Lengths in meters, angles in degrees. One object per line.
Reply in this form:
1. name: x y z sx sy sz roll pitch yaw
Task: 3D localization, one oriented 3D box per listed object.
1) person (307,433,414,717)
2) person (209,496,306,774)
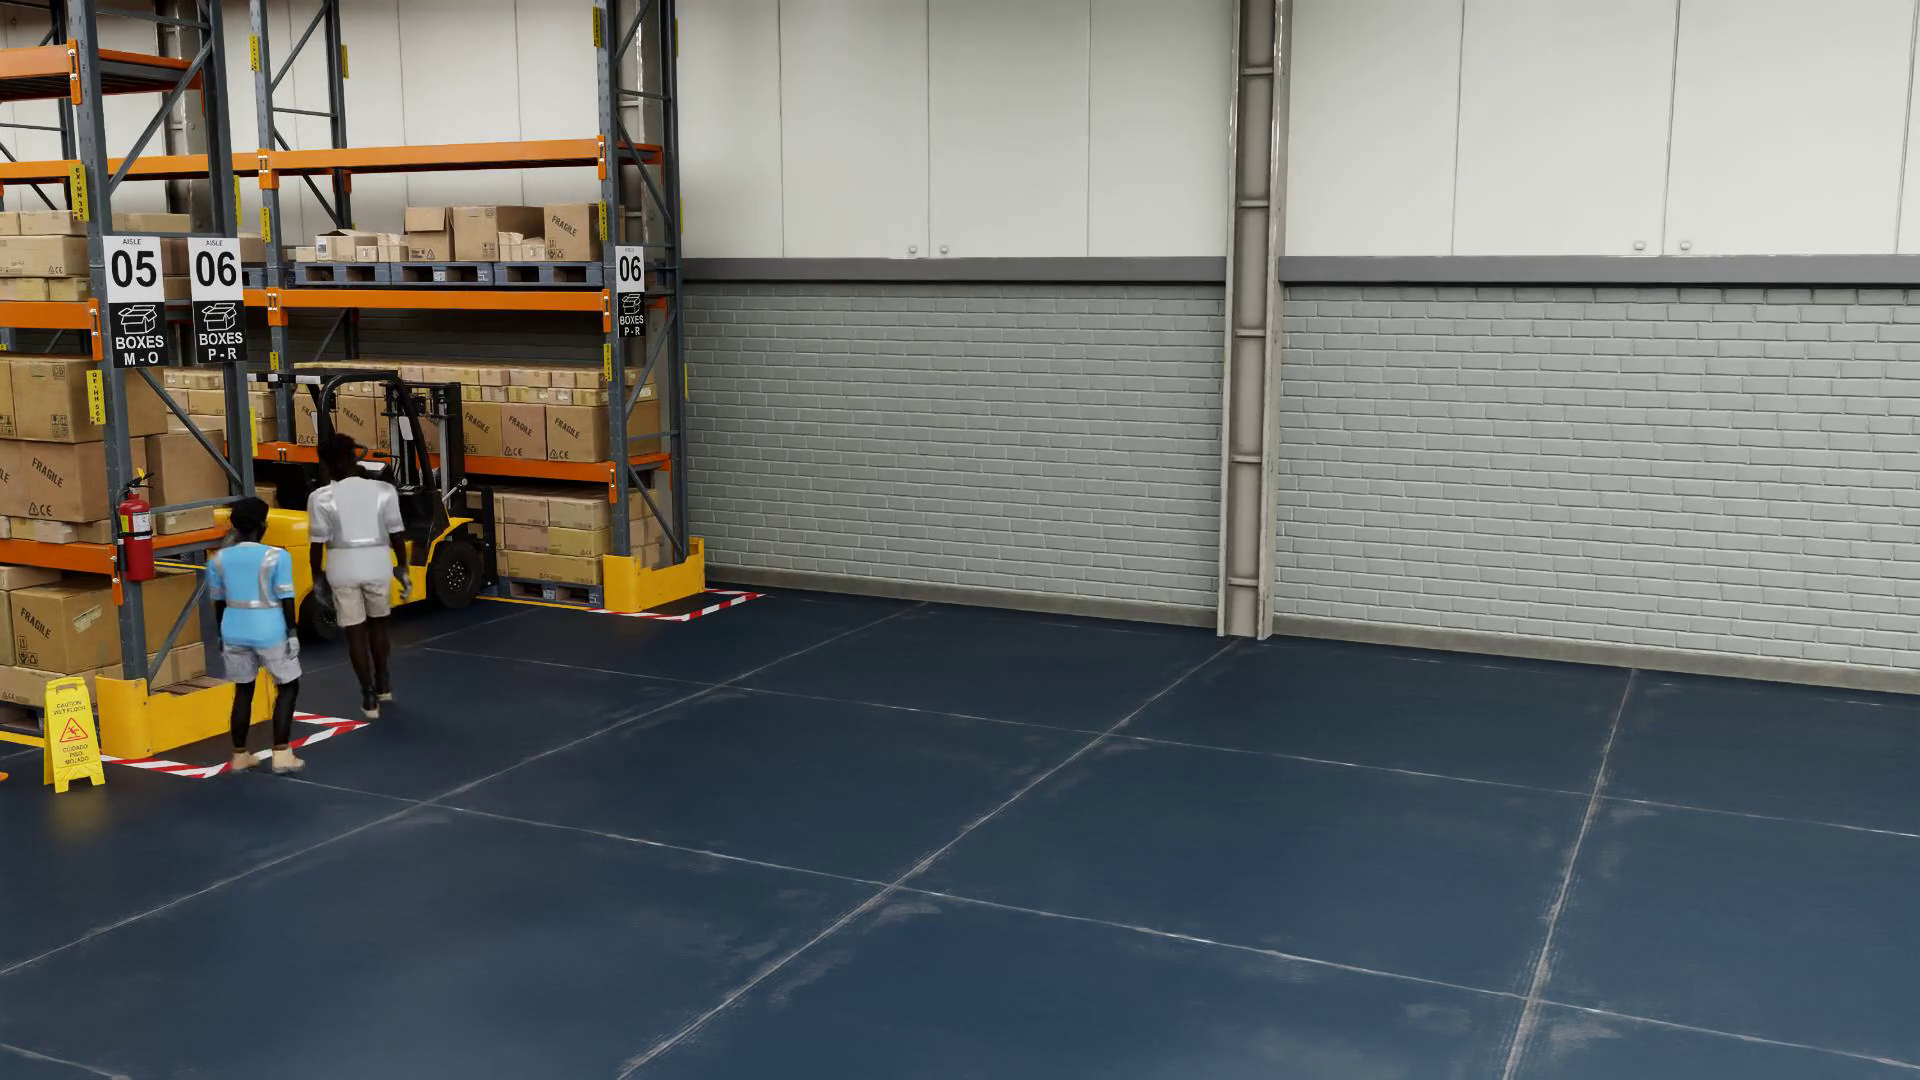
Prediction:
1. person: -4.146 0.219 11.436 0.659 1.922 0.769 -5 11 -30
2. person: -4.218 0.580 9.982 0.558 1.677 0.335 2 9 10
